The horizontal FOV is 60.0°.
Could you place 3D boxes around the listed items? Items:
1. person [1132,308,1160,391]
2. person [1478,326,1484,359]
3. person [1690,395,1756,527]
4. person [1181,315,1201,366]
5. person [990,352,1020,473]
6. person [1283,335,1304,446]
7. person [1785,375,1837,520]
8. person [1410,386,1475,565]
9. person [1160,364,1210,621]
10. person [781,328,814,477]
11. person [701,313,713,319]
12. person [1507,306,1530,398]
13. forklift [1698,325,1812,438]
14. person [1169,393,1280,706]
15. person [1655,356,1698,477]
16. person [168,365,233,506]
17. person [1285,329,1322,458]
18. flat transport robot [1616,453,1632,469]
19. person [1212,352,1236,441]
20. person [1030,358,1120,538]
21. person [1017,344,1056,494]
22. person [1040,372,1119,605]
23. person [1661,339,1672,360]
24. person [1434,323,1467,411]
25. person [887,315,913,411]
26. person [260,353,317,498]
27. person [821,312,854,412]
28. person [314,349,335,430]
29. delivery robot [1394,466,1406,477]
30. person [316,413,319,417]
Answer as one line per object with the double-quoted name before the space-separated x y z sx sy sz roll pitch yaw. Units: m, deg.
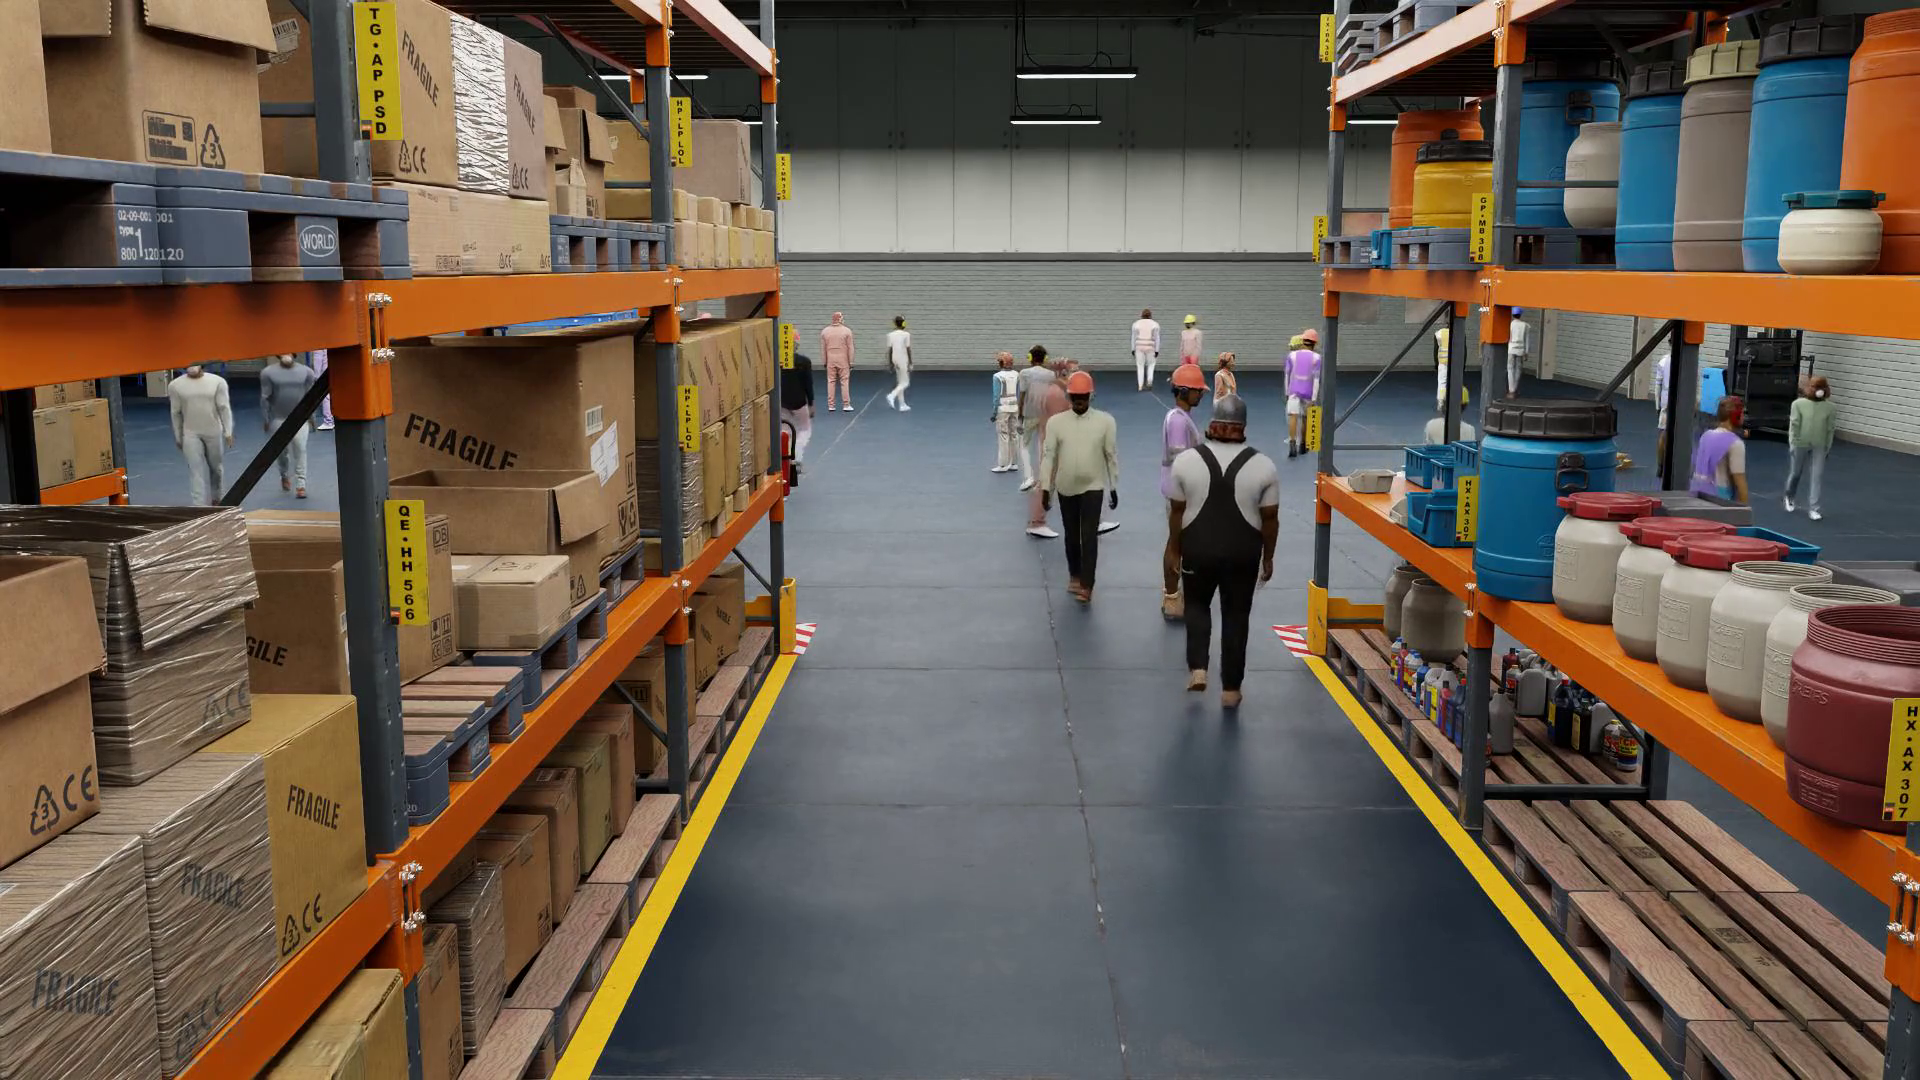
"person" 4.159 -4.273 37.305 0.635 1.825 0.511 2 10 10
"person" 11.871 -4.240 37.165 0.526 1.810 0.960 3 10 19
"person" 6.135 -0.260 13.335 0.965 1.790 0.586 0 9 2
"person" 4.922 -3.931 35.478 0.523 1.749 0.438 8 12 39
"person" 0.623 -1.741 22.670 0.309 1.641 0.513 9 13 42
"person" 5.278 -2.332 25.972 0.572 1.721 0.513 -1 10 -8
"person" 9.585 -1.069 18.767 0.494 1.600 0.834 3 10 15
"person" 4.417 -0.545 15.170 0.658 1.747 0.530 -8 12 -40
"person" 1.802 -0.392 13.391 0.376 2.043 0.605 1 10 6
"person" -2.226 -1.820 22.124 0.646 1.978 0.439 3 10 17
"person" -4.502 -3.059 29.654 0.635 1.954 0.938 2 10 11
"person" 11.746 -4.006 35.424 0.612 1.916 0.831 0 9 -2
"forklift" 13.248 -3.165 27.620 1.129 2.768 1.873 0 9 1
"person" 1.710 0.067 10.771 0.701 2.000 0.539 2 10 11
"person" 9.545 -1.799 22.141 0.375 1.930 0.551 -8 13 -41
"person" -8.480 -1.194 18.625 0.635 1.915 0.934 -4 10 -21
"person" 5.056 -2.173 24.544 0.552 1.889 1.009 3 10 15
"flat transport robot" 8.679 -1.069 22.868 0.652 0.197 1.431 8 12 39
"person" 3.594 -1.738 22.648 0.314 1.642 0.515 5 11 27
"person" 1.169 -0.934 17.181 0.971 1.862 0.649 4 10 23
"person" 0.939 -1.488 20.586 0.531 1.831 0.491 -3 10 -15
"person" 1.011 -0.461 14.121 0.651 1.938 1.034 2 10 11
"person" 11.619 -2.481 27.027 0.709 1.654 0.530 -7 12 -36
"person" 9.459 -3.412 32.079 0.631 1.843 0.429 5 11 29
"person" -1.164 -3.393 31.938 0.531 1.854 0.661 8 13 41
"person" -8.245 -1.508 20.465 0.645 1.915 0.859 -4 10 -21
"person" -2.335 -3.424 31.977 0.636 1.903 0.404 2 10 14
"person" -10.815 -2.837 28.441 0.407 1.906 0.655 4 10 25
"delivery robot" 5.077 -0.605 18.961 0.477 0.478 0.707 -2 10 -12
"person" -11.637 -3.195 30.609 0.924 1.900 0.542 2 10 11
